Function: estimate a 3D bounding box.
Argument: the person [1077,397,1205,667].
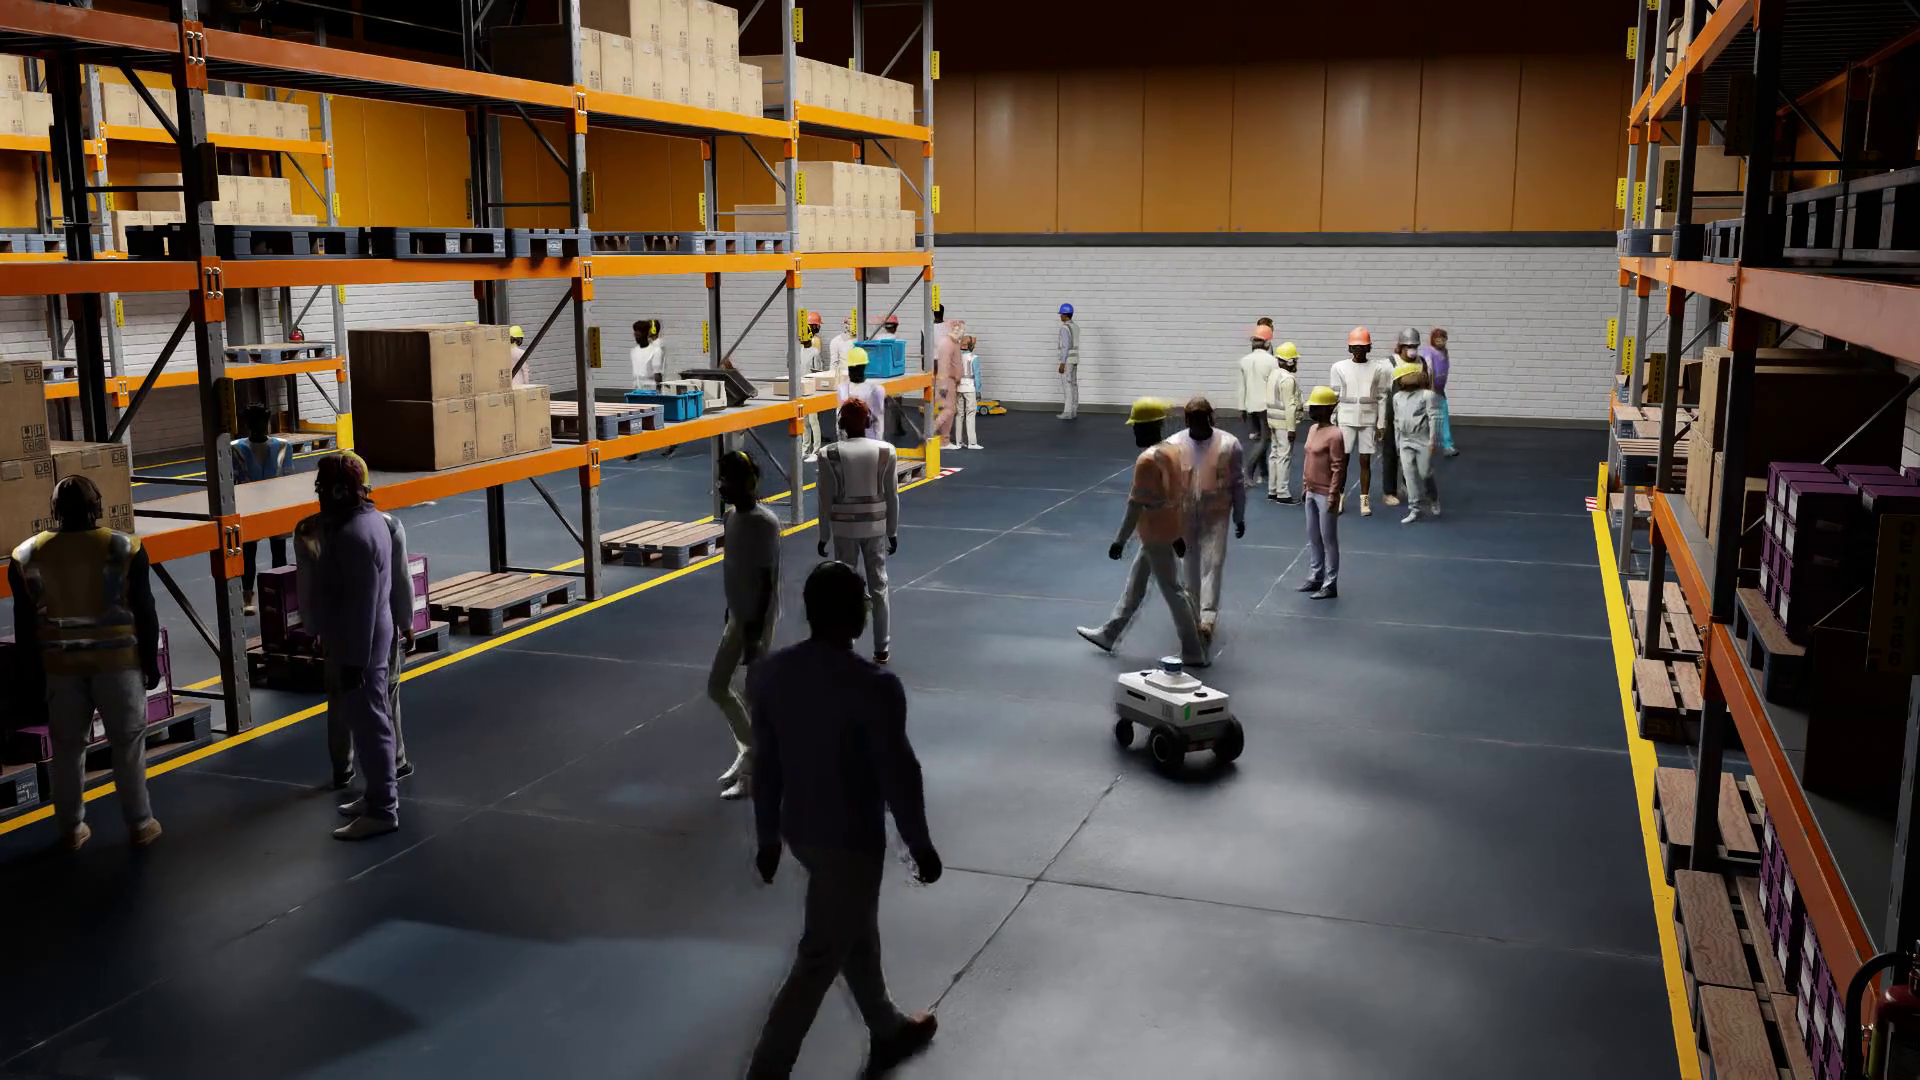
[{"bbox_3d":[1.283,-0.057,11.619,1.020,1.868,0.588,4,11,23],"label":"person"}]

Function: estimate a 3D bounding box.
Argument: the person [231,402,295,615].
[{"bbox_3d":[-5.543,-0.255,13.216,0.540,1.697,0.317,-6,12,-32],"label":"person"}]

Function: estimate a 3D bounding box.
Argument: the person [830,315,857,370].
[{"bbox_3d":[-1.562,-2.306,24.167,0.651,1.912,0.409,-4,11,-23],"label":"person"}]

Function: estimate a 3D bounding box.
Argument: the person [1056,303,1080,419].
[{"bbox_3d":[1.813,-3.015,28.063,0.404,1.945,0.614,4,11,23],"label":"person"}]

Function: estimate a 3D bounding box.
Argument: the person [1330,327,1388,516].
[{"bbox_3d":[4.294,-1.275,17.991,0.615,2.042,0.375,2,10,12],"label":"person"}]

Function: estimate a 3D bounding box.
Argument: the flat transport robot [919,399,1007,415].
[{"bbox_3d":[0.041,-2.312,28.824,1.431,0.197,0.652,-2,10,-10],"label":"flat transport robot"}]

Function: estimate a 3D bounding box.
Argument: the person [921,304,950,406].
[{"bbox_3d":[-0.371,-3.062,28.408,0.596,1.917,0.374,1,10,8],"label":"person"}]

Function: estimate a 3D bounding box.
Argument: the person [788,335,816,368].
[{"bbox_3d":[-2.834,-3.208,30.043,0.545,1.632,0.349,-5,11,-25],"label":"person"}]

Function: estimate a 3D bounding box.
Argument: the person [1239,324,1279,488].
[{"bbox_3d":[3.643,-1.623,20.174,0.830,1.969,0.626,-7,12,-34],"label":"person"}]

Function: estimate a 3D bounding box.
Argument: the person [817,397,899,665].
[{"bbox_3d":[-0.706,-0.052,11.545,0.574,1.887,0.355,-3,10,-14],"label":"person"}]

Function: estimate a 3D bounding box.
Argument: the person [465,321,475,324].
[{"bbox_3d":[-7.415,-2.438,25.325,0.533,1.768,0.310,5,11,26],"label":"person"}]

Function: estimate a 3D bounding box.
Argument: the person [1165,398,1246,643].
[{"bbox_3d":[1.771,-0.152,12.381,0.646,1.788,0.961,3,11,17],"label":"person"}]

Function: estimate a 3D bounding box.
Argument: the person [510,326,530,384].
[{"bbox_3d":[-6.366,-2.187,23.908,0.524,1.769,0.315,6,12,32],"label":"person"}]

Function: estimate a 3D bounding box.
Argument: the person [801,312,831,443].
[{"bbox_3d":[-2.173,-2.409,24.676,0.360,1.938,0.545,-8,13,-39],"label":"person"}]

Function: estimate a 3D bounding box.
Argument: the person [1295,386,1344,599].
[{"bbox_3d":[2.995,-0.387,13.814,0.349,1.771,0.549,-3,10,-16],"label":"person"}]

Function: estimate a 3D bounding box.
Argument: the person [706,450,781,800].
[{"bbox_3d":[-1.135,0.451,8.795,0.401,1.860,0.543,-9,14,-42],"label":"person"}]

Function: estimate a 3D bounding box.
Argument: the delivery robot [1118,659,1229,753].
[{"bbox_3d":[1.216,0.925,9.529,0.477,0.478,0.707,-6,12,-29],"label":"delivery robot"}]

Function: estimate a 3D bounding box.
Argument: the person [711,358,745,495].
[{"bbox_3d":[-2.749,-1.370,19.759,0.513,1.608,0.786,2,10,9],"label":"person"}]

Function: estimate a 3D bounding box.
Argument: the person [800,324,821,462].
[{"bbox_3d":[-2.067,-1.985,22.478,0.328,1.872,0.514,-8,13,-39],"label":"person"}]

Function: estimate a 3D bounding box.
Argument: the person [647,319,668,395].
[{"bbox_3d":[-4.515,-2.391,24.925,0.964,1.830,0.539,-3,11,-18],"label":"person"}]

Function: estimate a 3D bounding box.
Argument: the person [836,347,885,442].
[{"bbox_3d":[-1.002,-1.008,16.863,0.608,1.911,0.670,7,12,33],"label":"person"}]

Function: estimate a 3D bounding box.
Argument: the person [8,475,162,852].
[{"bbox_3d":[-4.198,0.598,8.044,0.626,1.836,0.428,-2,10,-11],"label":"person"}]

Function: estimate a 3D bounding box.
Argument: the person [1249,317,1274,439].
[{"bbox_3d":[4.540,-2.417,24.980,0.350,1.847,0.506,-2,10,-13],"label":"person"}]

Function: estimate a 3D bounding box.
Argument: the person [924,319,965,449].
[{"bbox_3d":[-0.187,-2.213,23.757,0.532,1.878,0.669,1,10,6],"label":"person"}]

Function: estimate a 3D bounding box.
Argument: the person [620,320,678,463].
[{"bbox_3d":[-4.213,-2.032,22.621,0.624,1.925,0.983,6,12,30],"label":"person"}]

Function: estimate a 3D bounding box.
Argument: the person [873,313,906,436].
[{"bbox_3d":[-1.102,-2.505,25.317,0.543,1.909,0.726,5,11,25],"label":"person"}]

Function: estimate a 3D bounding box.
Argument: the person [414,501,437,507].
[{"bbox_3d":[-6.081,-1.157,18.482,0.412,1.621,0.507,-6,12,-29],"label":"person"}]

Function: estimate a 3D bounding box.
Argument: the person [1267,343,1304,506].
[{"bbox_3d":[3.670,-1.307,18.769,0.404,1.829,0.600,-2,10,-9],"label":"person"}]

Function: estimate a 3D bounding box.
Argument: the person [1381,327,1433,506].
[{"bbox_3d":[4.985,-1.389,18.643,0.698,2.000,0.544,-1,10,-8],"label":"person"}]

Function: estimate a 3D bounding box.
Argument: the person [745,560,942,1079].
[{"bbox_3d":[-0.436,1.006,5.615,1.032,1.894,0.636,-9,14,-42],"label":"person"}]

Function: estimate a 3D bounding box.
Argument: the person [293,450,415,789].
[{"bbox_3d":[-3.240,0.433,8.968,0.600,1.831,0.404,-2,10,-9],"label":"person"}]

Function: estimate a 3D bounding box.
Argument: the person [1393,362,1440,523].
[{"bbox_3d":[4.869,-1.043,17.656,0.546,1.693,0.617,9,14,43],"label":"person"}]

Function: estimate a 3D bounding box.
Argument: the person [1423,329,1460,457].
[{"bbox_3d":[6.575,-2.010,22.866,0.638,1.784,0.819,-8,13,-38],"label":"person"}]

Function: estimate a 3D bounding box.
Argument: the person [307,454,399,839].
[{"bbox_3d":[-3.015,0.520,8.269,0.403,1.906,0.652,-3,10,-15],"label":"person"}]

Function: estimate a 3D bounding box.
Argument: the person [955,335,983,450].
[{"bbox_3d":[0.102,-2.110,23.844,0.310,1.636,0.514,-10,14,-44],"label":"person"}]
